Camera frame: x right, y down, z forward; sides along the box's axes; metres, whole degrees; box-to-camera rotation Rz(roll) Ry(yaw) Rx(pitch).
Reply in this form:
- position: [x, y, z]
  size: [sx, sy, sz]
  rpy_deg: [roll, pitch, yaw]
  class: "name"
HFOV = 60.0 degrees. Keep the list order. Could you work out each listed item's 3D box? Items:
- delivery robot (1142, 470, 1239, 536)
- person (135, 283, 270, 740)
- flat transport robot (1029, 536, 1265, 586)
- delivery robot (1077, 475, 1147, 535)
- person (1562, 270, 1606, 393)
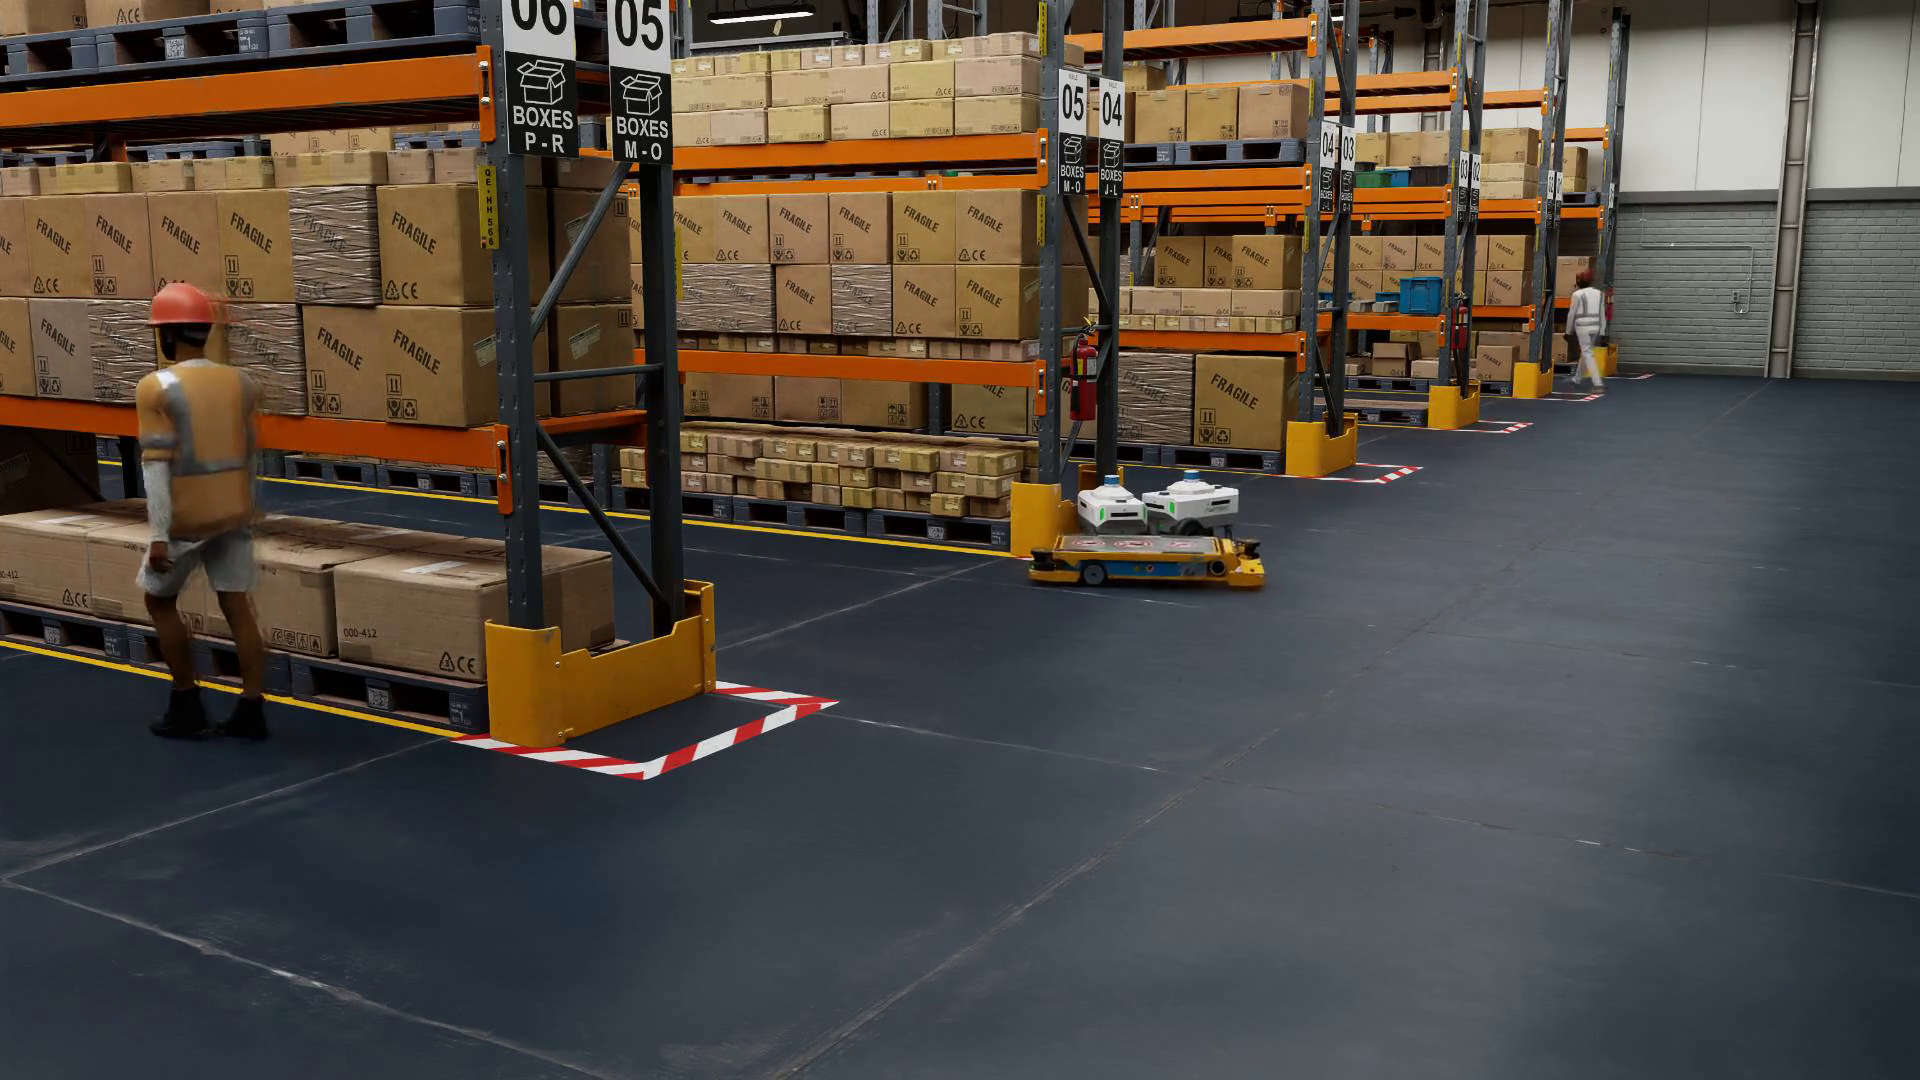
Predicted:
- position: [1.587, -0.237, 11.440]
  size: [0.707, 0.478, 0.477]
  rpy_deg: [-8, 12, -38]
  class: "delivery robot"
- position: [-3.215, -0.103, 6.953]
  size: [0.678, 1.911, 0.591]
  rpy_deg: [5, 11, 29]
  class: "person"
- position: [1.174, 0.118, 10.465]
  size: [1.431, 0.197, 0.652]
  rpy_deg: [1, 10, 7]
  class: "flat transport robot"
- position: [1.020, -0.194, 11.190]
  size: [0.477, 0.478, 0.707]
  rpy_deg: [-1, 10, -8]
  class: "delivery robot"
- position: [9.352, -3.115, 24.862]
  size: [0.588, 1.828, 0.970]
  rpy_deg: [-4, 11, -25]
  class: "person"
